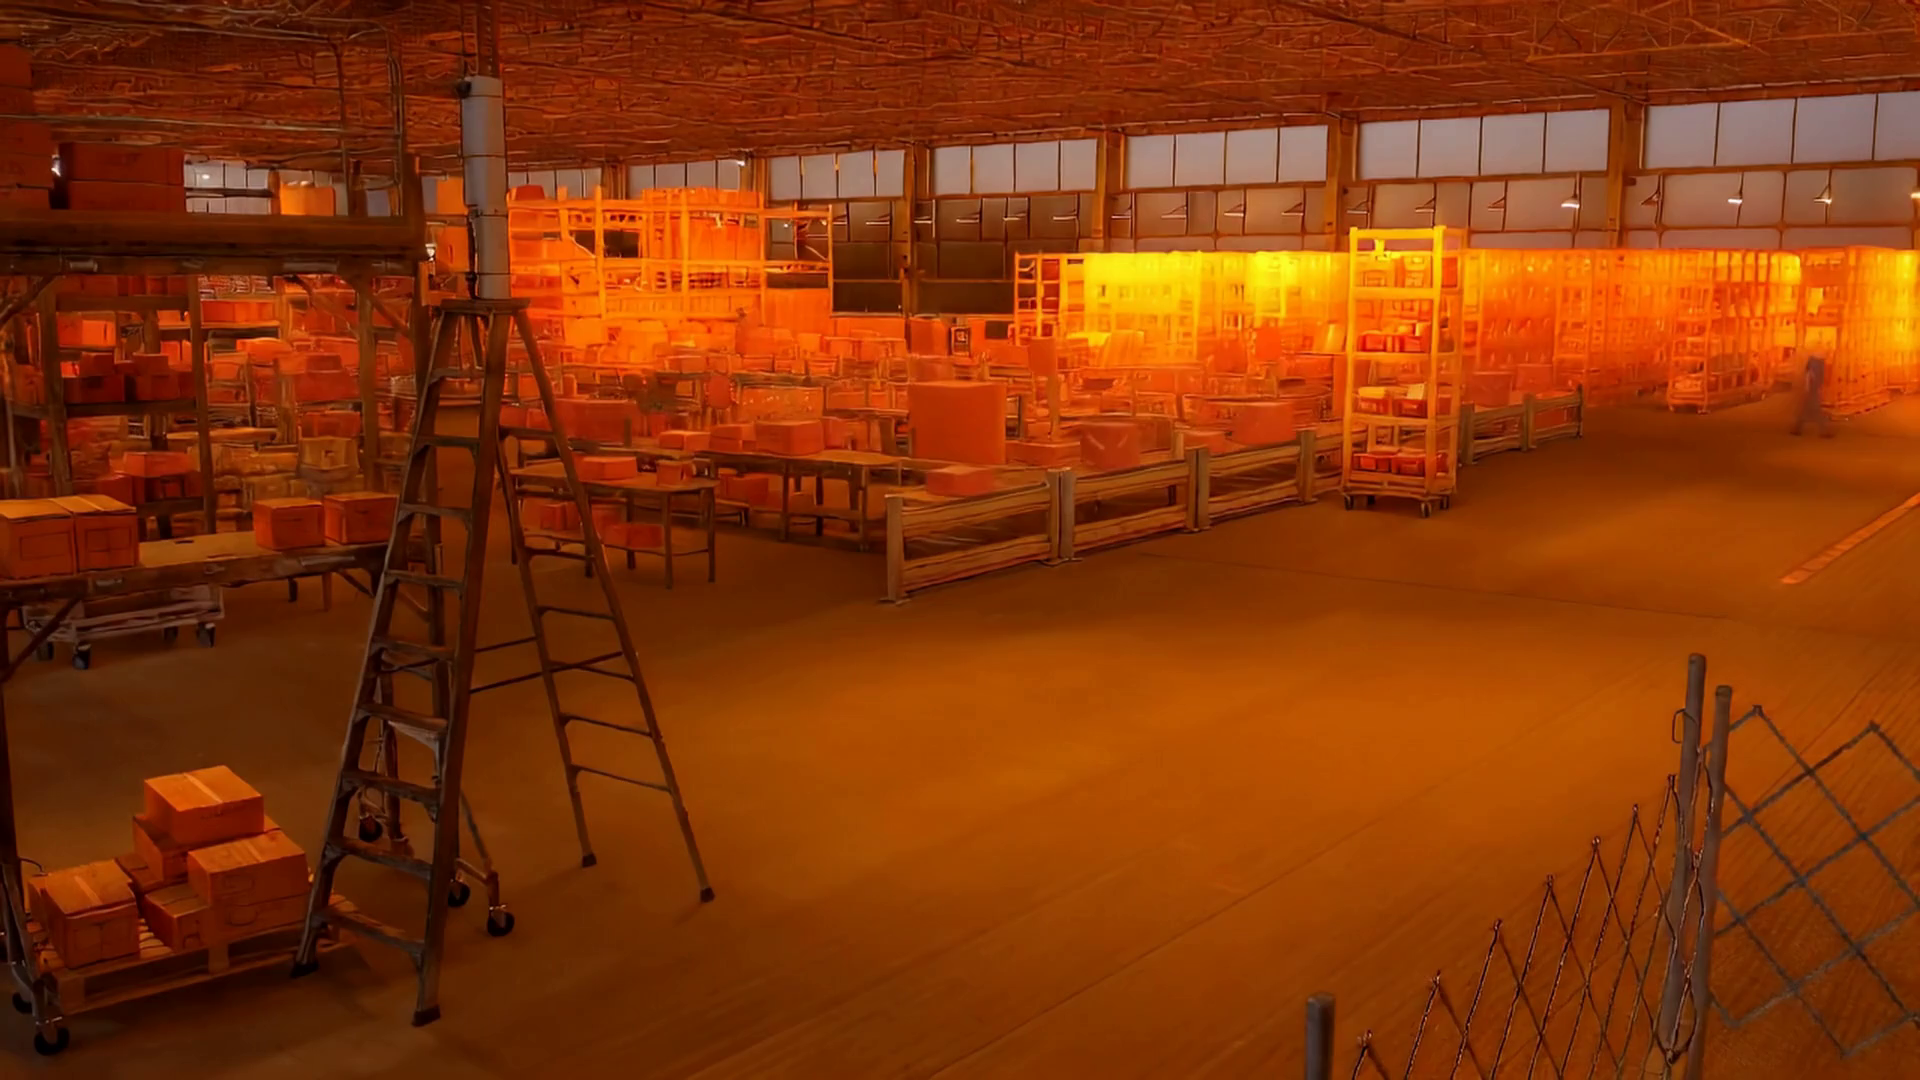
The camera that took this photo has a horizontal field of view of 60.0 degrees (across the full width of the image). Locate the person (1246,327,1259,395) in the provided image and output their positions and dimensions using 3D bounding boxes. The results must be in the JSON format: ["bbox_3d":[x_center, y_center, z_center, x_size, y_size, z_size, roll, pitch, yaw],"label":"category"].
[{"bbox_3d":[6.928,-4.171,39.556,0.323,1.761,0.523,4,10,25],"label":"person"}]

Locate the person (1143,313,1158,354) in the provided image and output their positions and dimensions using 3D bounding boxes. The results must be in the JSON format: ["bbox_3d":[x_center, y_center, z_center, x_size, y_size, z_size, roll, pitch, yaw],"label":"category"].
[{"bbox_3d":[6.061,-6.434,53.032,1.080,1.989,0.618,7,11,36],"label":"person"}]

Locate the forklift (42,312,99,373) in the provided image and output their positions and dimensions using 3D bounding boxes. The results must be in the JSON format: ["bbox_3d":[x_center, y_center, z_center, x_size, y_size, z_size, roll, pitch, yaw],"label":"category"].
[{"bbox_3d":[-23.779,-5.451,44.052,1.873,2.768,1.129,7,11,36],"label":"forklift"}]

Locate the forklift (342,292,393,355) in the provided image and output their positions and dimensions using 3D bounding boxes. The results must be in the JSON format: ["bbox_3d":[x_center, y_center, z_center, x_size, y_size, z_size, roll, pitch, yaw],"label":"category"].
[{"bbox_3d":[-16.485,-5.622,45.120,1.129,2.768,1.873,7,11,37],"label":"forklift"}]

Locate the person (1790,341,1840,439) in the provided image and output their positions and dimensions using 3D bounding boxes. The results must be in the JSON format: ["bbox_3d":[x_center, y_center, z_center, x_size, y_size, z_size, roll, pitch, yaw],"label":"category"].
[{"bbox_3d":[15.857,-2.783,30.777,0.583,1.791,0.961,-7,11,-37],"label":"person"}]

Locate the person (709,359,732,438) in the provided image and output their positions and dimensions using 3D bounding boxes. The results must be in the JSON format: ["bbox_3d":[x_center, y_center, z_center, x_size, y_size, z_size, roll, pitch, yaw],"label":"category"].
[{"bbox_3d":[-3.920,-2.153,27.348,0.279,1.633,0.505,-9,12,-43],"label":"person"}]

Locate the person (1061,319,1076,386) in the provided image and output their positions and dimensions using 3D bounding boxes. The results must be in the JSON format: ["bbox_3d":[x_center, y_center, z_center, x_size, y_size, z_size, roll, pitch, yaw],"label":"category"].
[{"bbox_3d":[2.821,-4.627,41.976,0.397,1.907,0.719,-5,10,-26],"label":"person"}]

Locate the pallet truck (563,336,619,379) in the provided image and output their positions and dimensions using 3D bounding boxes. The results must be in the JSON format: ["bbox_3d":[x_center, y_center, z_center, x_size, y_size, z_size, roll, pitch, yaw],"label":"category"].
[{"bbox_3d":[-10.690,-5.294,48.215,1.601,1.201,0.680,-5,10,-26],"label":"pallet truck"}]

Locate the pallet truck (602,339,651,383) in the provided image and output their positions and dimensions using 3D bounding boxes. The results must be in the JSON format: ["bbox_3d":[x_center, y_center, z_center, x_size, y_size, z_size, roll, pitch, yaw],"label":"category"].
[{"bbox_3d":[-8.991,-4.871,45.351,0.653,1.274,1.630,7,11,37],"label":"pallet truck"}]

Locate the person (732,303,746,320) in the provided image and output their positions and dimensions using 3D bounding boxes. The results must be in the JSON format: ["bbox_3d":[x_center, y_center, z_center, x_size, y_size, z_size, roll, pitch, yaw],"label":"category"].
[{"bbox_3d":[-8.330,-7.971,62.784,0.458,1.927,0.651,9,13,44],"label":"person"}]

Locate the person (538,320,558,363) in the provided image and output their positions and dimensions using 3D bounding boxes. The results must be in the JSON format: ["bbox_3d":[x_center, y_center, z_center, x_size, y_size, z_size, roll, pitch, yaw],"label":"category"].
[{"bbox_3d":[-10.946,-4.926,44.133,0.604,1.810,0.741,-7,12,-39],"label":"person"}]
